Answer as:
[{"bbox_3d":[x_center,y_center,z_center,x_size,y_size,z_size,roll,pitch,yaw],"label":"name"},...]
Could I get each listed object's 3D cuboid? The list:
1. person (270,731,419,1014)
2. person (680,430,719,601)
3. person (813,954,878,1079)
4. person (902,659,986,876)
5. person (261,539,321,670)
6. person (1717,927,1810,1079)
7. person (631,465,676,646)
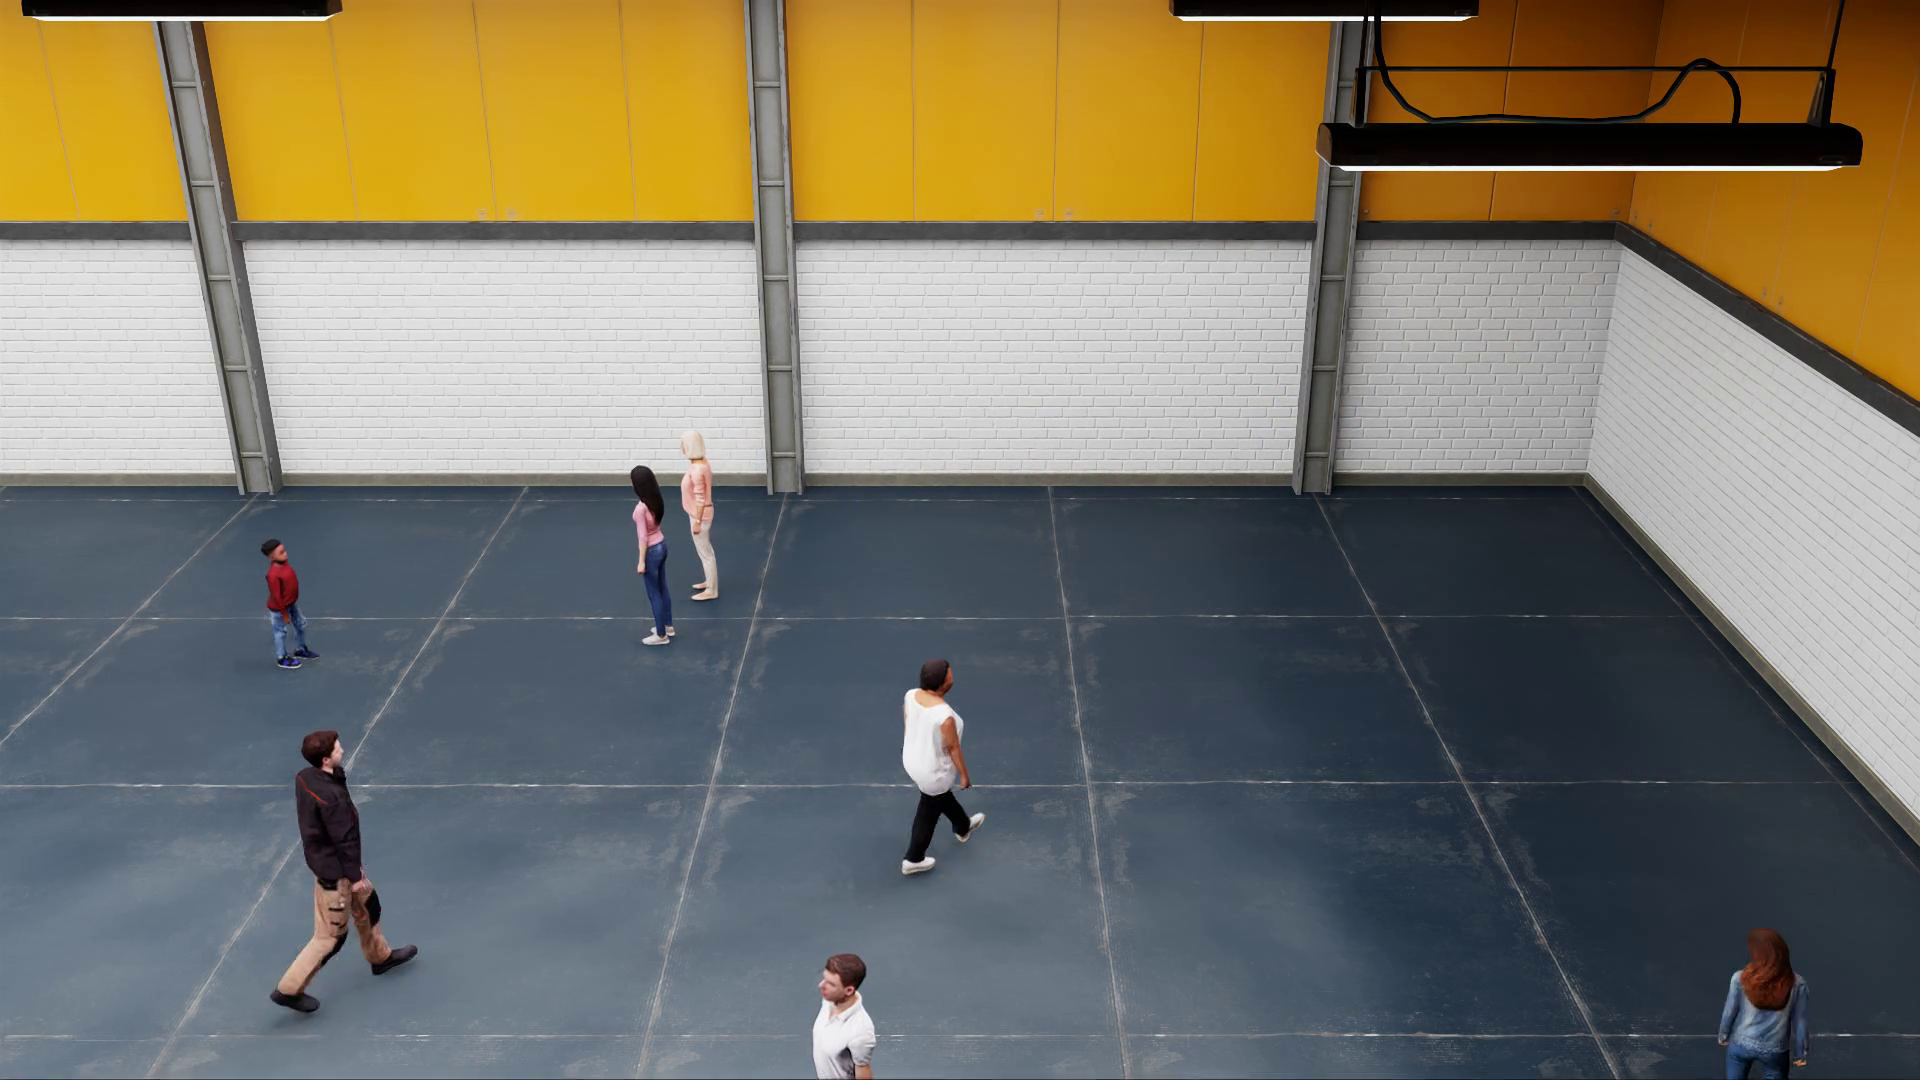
[{"bbox_3d":[-4.043,2.109,10.508,1.302,1.890,1.181,-17,29,-34],"label":"person"},{"bbox_3d":[-2.513,-0.248,16.108,0.544,1.724,0.621,-2,24,-5],"label":"person"},{"bbox_3d":[-0.589,2.924,8.690,0.691,1.852,0.720,-10,26,-22],"label":"person"},{"bbox_3d":[-0.246,1.639,11.878,1.159,1.653,1.013,-15,28,-30],"label":"person"},{"bbox_3d":[-6.102,0.567,14.838,0.544,1.246,0.517,0,24,1],"label":"person"},{"bbox_3d":[4.531,2.861,9.326,0.607,1.460,0.821,14,27,30],"label":"person"},{"bbox_3d":[-2.820,0.126,15.228,0.568,1.742,0.615,5,24,12],"label":"person"}]
